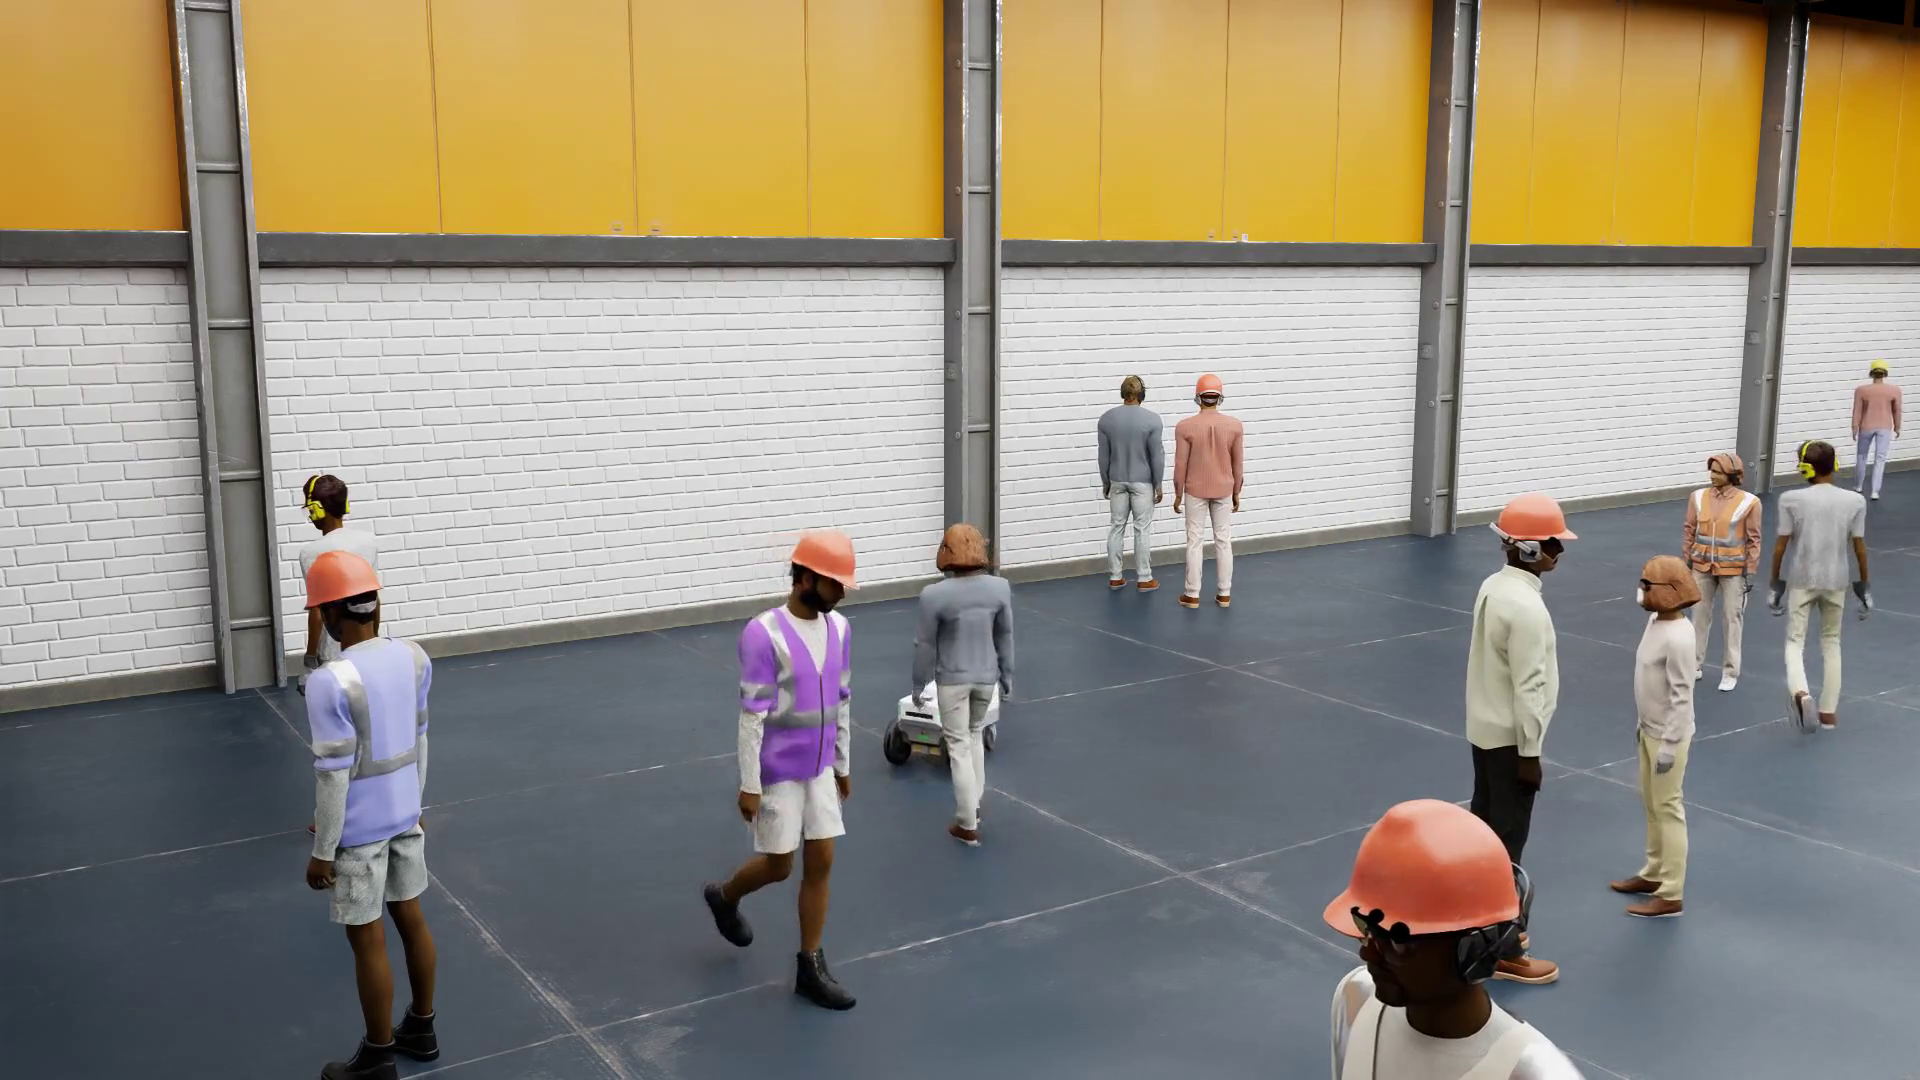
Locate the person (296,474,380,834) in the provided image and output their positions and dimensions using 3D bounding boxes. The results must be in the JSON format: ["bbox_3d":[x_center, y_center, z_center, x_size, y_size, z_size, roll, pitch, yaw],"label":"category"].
[{"bbox_3d":[-3.167,0.588,8.496,0.327,1.865,0.521,4,10,24],"label":"person"}]

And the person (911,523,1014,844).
[{"bbox_3d":[-0.017,0.709,8.476,0.523,1.614,0.557,-5,11,-26],"label":"person"}]

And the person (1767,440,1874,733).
[{"bbox_3d":[5.348,0.308,10.297,0.611,1.845,0.704,3,10,20],"label":"person"}]

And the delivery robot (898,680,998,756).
[{"bbox_3d":[-0.061,0.979,9.791,0.477,0.478,0.707,5,11,29],"label":"delivery robot"}]

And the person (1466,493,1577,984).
[{"bbox_3d":[2.282,0.796,6.849,0.394,1.994,0.612,0,9,2],"label":"person"}]

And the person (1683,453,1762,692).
[{"bbox_3d":[5.215,0.217,11.418,0.315,1.636,0.515,-8,12,-40],"label":"person"}]

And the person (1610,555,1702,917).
[{"bbox_3d":[3.142,0.874,7.465,0.267,1.632,0.507,2,10,10],"label":"person"}]

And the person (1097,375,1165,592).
[{"bbox_3d":[1.531,-0.502,14.841,0.630,1.940,0.373,5,11,27],"label":"person"}]

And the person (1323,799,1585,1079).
[{"bbox_3d":[0.785,1.434,2.863,0.387,2.041,0.615,-5,10,-26],"label":"person"}]

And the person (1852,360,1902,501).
[{"bbox_3d":[11.433,-1.378,20.767,0.546,1.728,0.875,5,11,29],"label":"person"}]

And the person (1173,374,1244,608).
[{"bbox_3d":[2.102,-0.412,14.126,0.608,1.995,0.376,-1,10,-8],"label":"person"}]

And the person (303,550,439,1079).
[{"bbox_3d":[-2.108,0.990,5.887,0.374,1.927,0.542,4,10,21],"label":"person"}]

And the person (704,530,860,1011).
[{"bbox_3d":[-0.707,0.881,6.665,0.762,1.884,0.587,8,12,40],"label":"person"}]
